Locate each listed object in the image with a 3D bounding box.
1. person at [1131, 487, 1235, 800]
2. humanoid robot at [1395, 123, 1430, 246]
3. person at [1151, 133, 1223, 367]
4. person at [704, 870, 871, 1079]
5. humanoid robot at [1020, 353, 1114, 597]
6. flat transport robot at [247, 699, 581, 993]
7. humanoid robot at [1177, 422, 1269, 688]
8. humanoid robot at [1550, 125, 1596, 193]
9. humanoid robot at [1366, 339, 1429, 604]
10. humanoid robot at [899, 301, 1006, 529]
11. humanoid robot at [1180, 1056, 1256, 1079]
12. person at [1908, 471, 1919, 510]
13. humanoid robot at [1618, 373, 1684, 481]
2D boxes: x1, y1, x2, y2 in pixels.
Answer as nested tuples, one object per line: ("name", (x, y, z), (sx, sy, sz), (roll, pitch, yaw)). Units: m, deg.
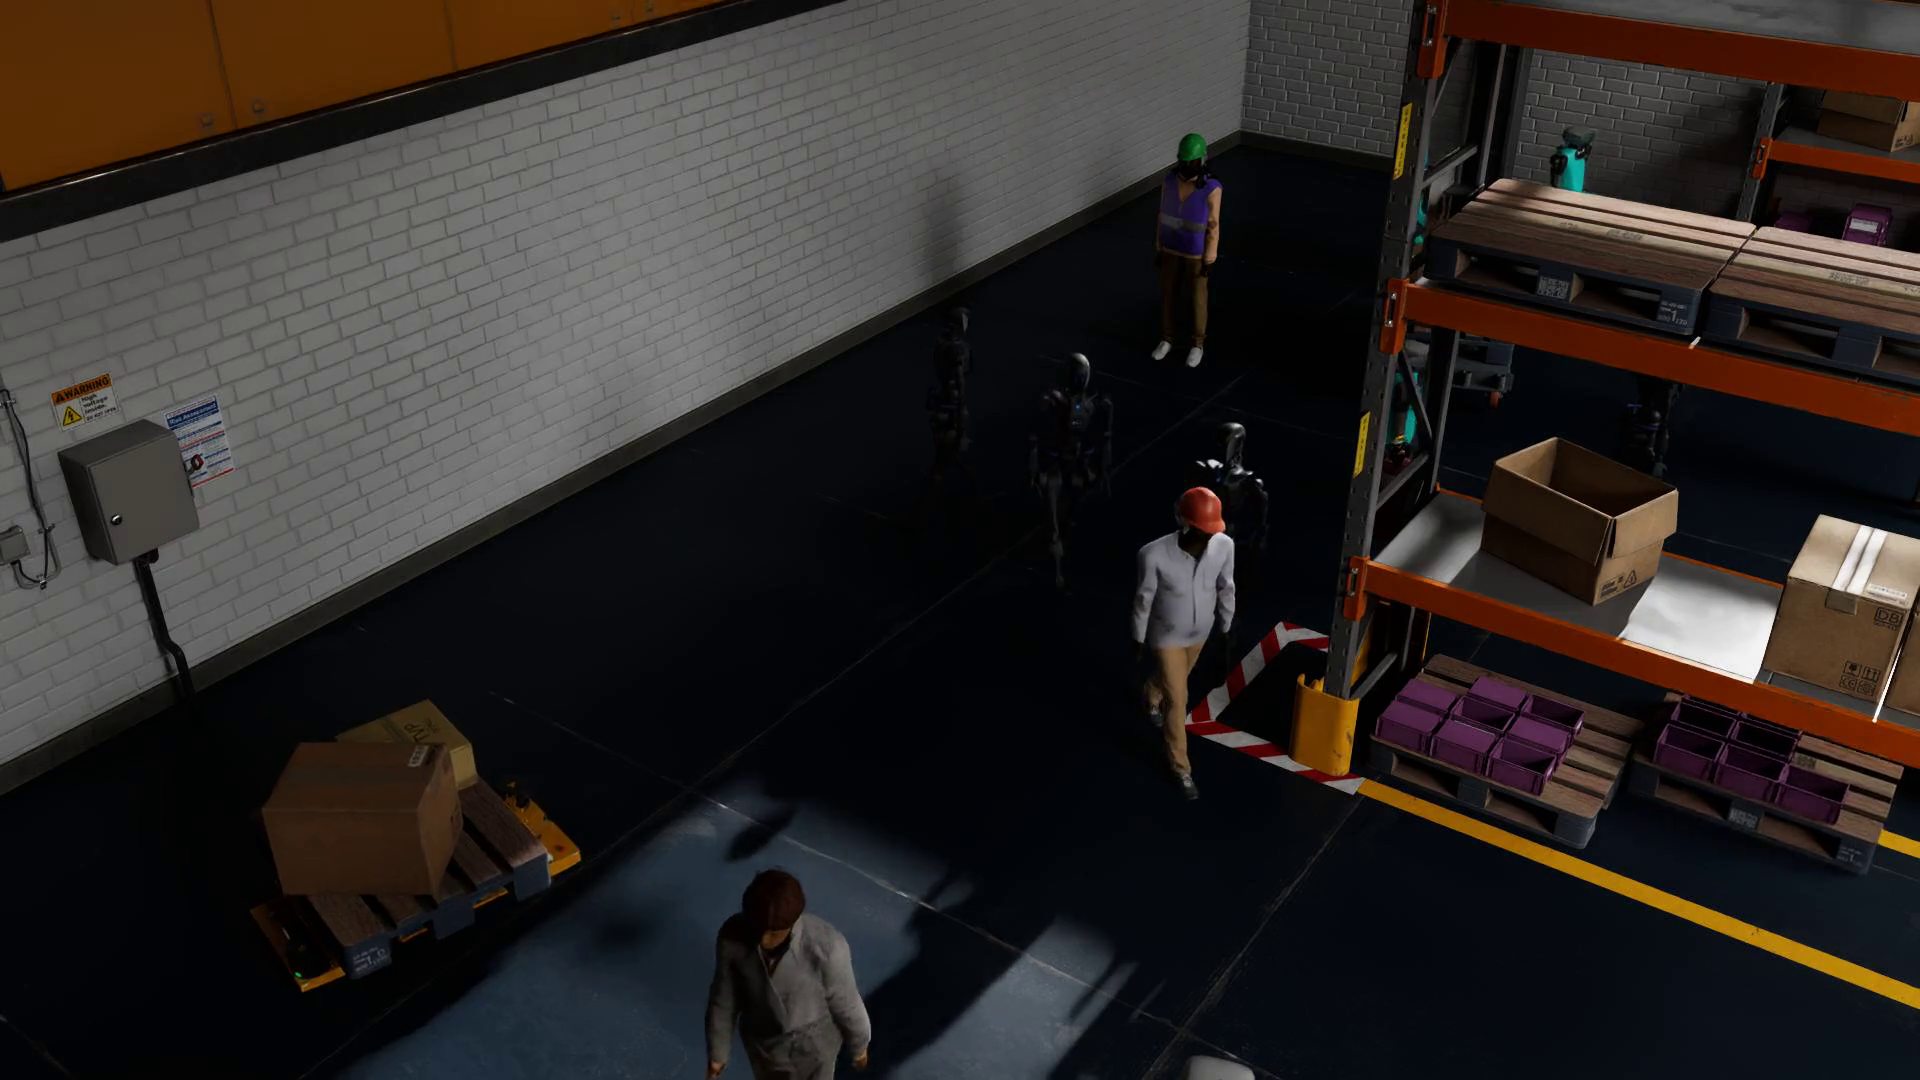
("person", (1.168, 0.429, 8.863), (0.567, 1.708, 0.882), (-11, 32, -19))
("humanoid robot", (4.136, -2.875, 14.665), (0.765, 1.897, 0.545), (12, 32, 19))
("person", (1.840, -2.355, 13.475), (0.527, 1.924, 0.429), (18, 35, 29))
("person", (-0.662, 1.907, 6.234), (0.588, 1.779, 0.962), (8, 31, 14))
("humanoid robot", (0.666, -0.455, 10.474), (0.584, 1.617, 0.789), (-6, 30, -10))
("flat transport robot", (-2.663, 1.657, 8.165), (1.431, 0.231, 0.659), (-23, 37, -34))
("humanoid robot", (1.482, 0.112, 9.437), (0.587, 1.653, 0.368), (21, 36, 32))
("humanoid robot", (5.261, -2.541, 14.011), (0.760, 1.813, 0.541), (26, 39, 37))
("humanoid robot", (2.869, -0.302, 10.205), (0.759, 1.900, 0.564), (6, 31, 11))
("humanoid robot", (-0.038, -0.831, 11.111), (0.781, 1.621, 0.585), (-7, 31, -12))
("humanoid robot", (0.750, 2.463, 5.209), (0.530, 1.702, 0.759), (4, 30, 6))
("person", (6.793, -0.956, 11.102), (0.389, 1.870, 0.562), (-5, 30, -9))
("humanoid robot", (4.470, -0.655, 10.777), (0.554, 1.642, 0.589), (3, 30, 5))
